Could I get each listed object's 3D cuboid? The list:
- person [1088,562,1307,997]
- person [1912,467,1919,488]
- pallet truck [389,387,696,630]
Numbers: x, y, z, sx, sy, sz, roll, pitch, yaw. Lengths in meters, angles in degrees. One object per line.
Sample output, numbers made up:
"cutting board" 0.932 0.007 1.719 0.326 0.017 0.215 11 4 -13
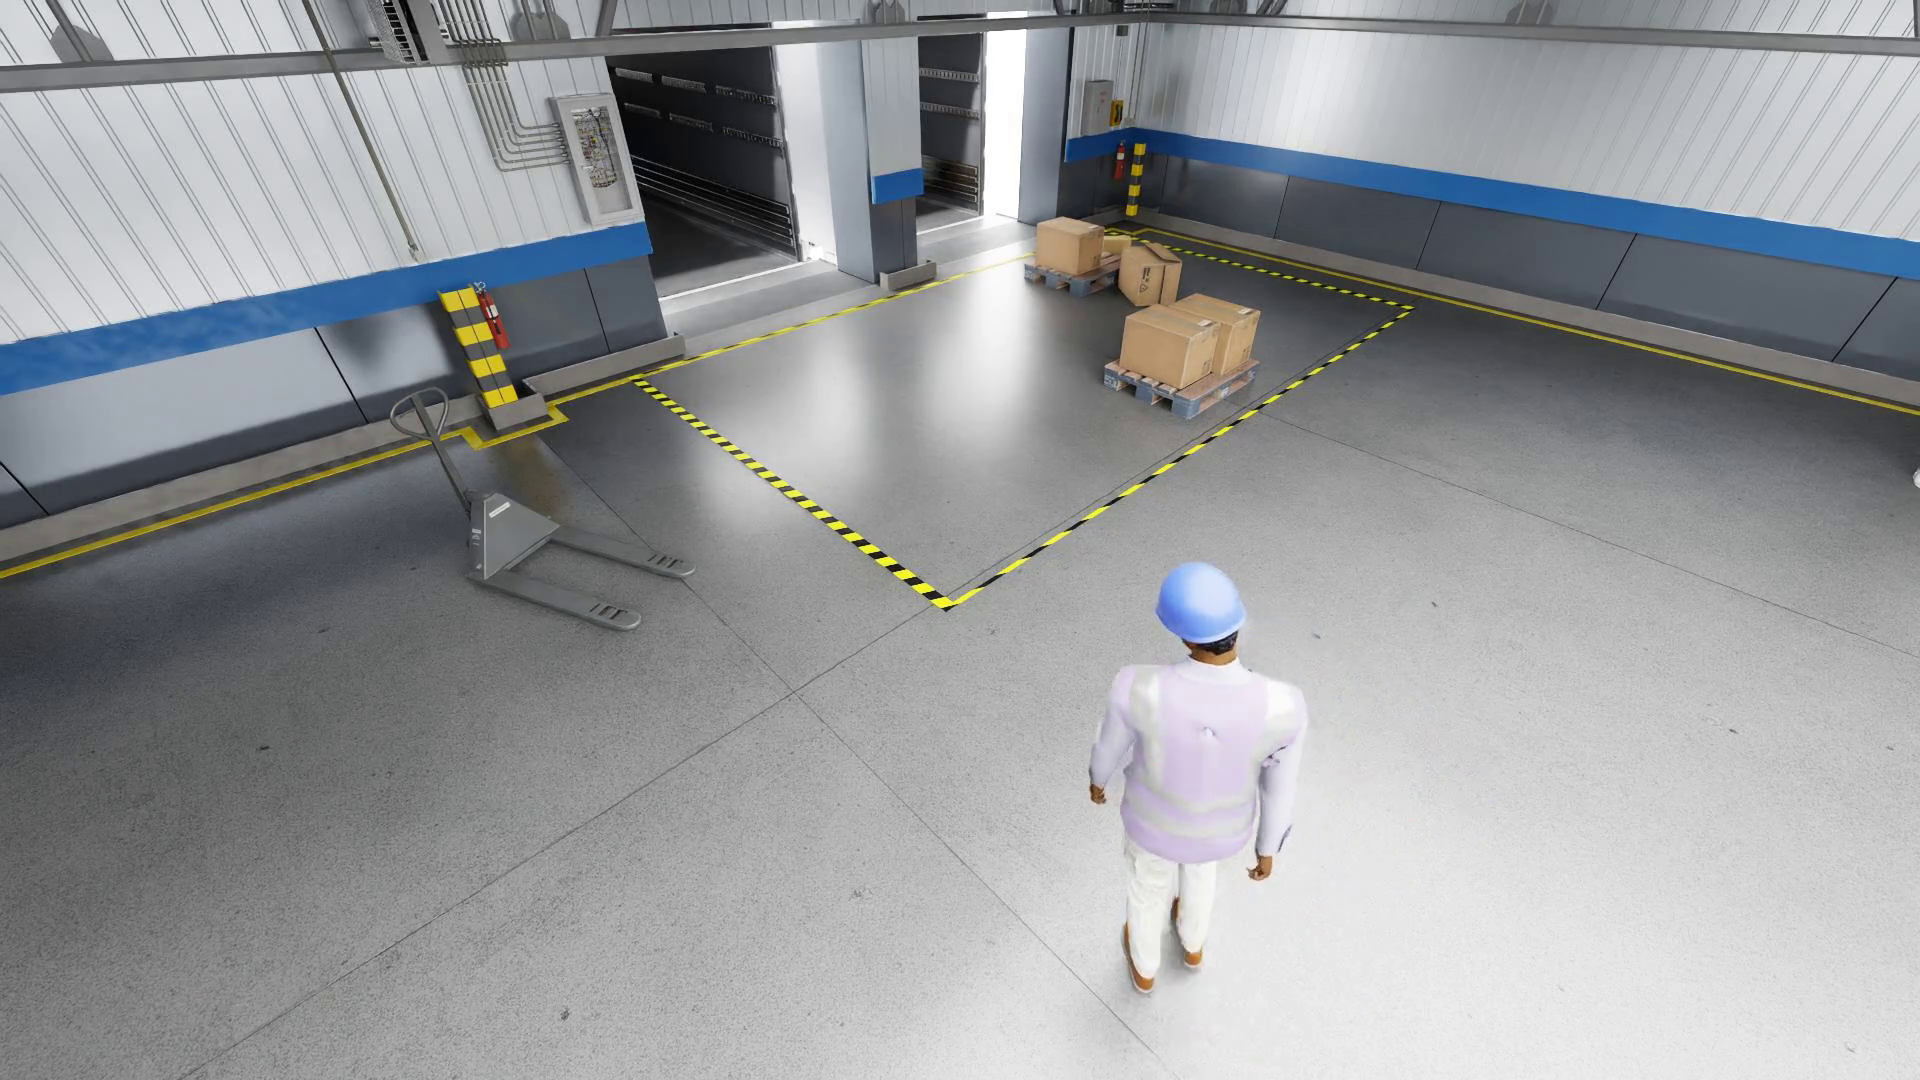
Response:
"person" 0.757 0.915 2.545 0.630 1.901 0.535 3 38 4
"person" 7.809 -1.105 5.290 0.489 1.743 0.295 14 40 17
"pallet truck" -2.613 -0.247 4.593 1.601 1.201 0.680 14 40 17
